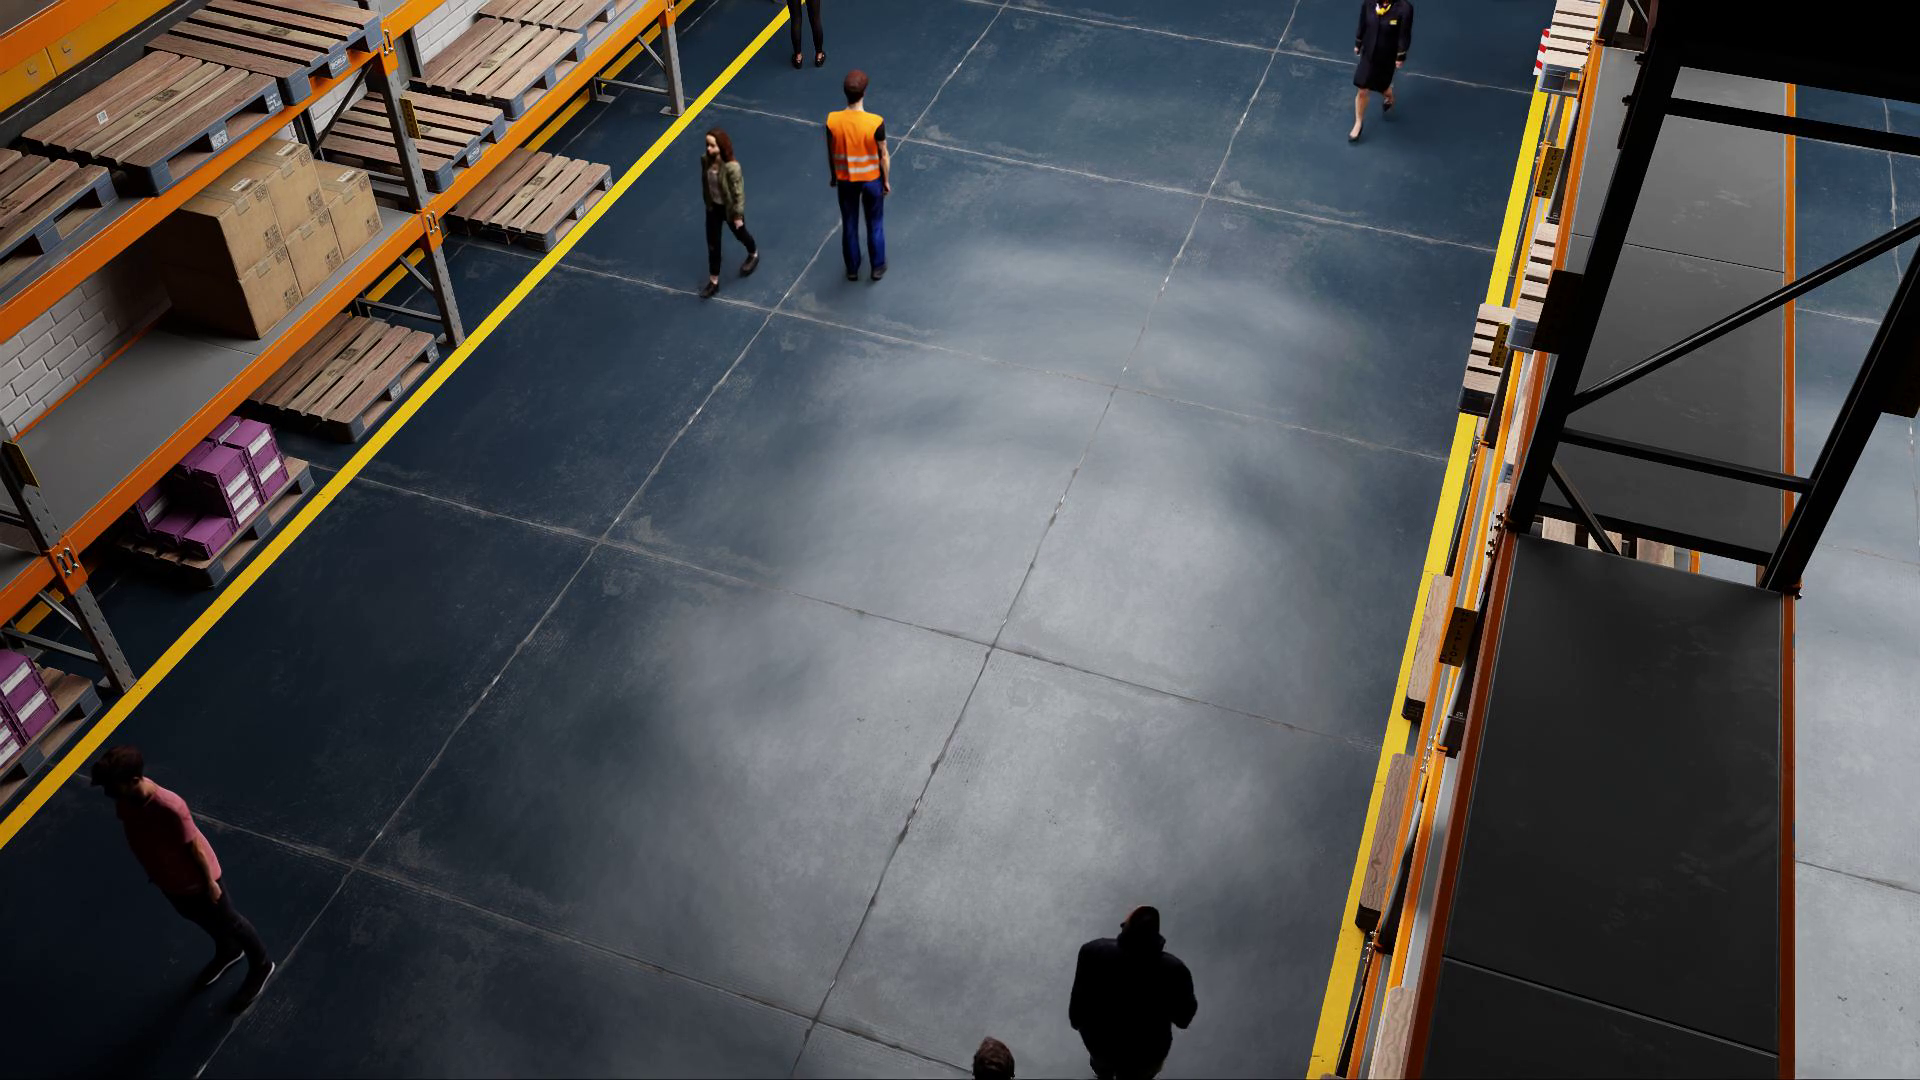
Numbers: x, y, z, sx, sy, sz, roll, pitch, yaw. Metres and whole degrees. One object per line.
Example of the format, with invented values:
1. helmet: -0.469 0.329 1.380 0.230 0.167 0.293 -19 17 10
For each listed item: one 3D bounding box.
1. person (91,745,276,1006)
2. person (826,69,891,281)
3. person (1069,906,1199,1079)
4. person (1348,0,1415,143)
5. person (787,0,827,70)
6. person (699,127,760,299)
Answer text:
1. person: -4.077 1.729 8.775 0.627 1.958 0.552 15 46 16
2. person: -0.848 -2.987 13.778 0.752 1.886 0.746 2 44 2
3. person: 0.796 2.410 8.142 0.761 1.845 0.816 13 45 13
4. person: 3.986 -4.584 15.626 0.879 1.650 1.088 27 50 26
5. person: -1.575 -5.545 16.589 0.680 1.713 0.672 -5 44 -5
6. person: -1.910 -2.781 13.885 0.703 1.439 1.015 22 48 22
